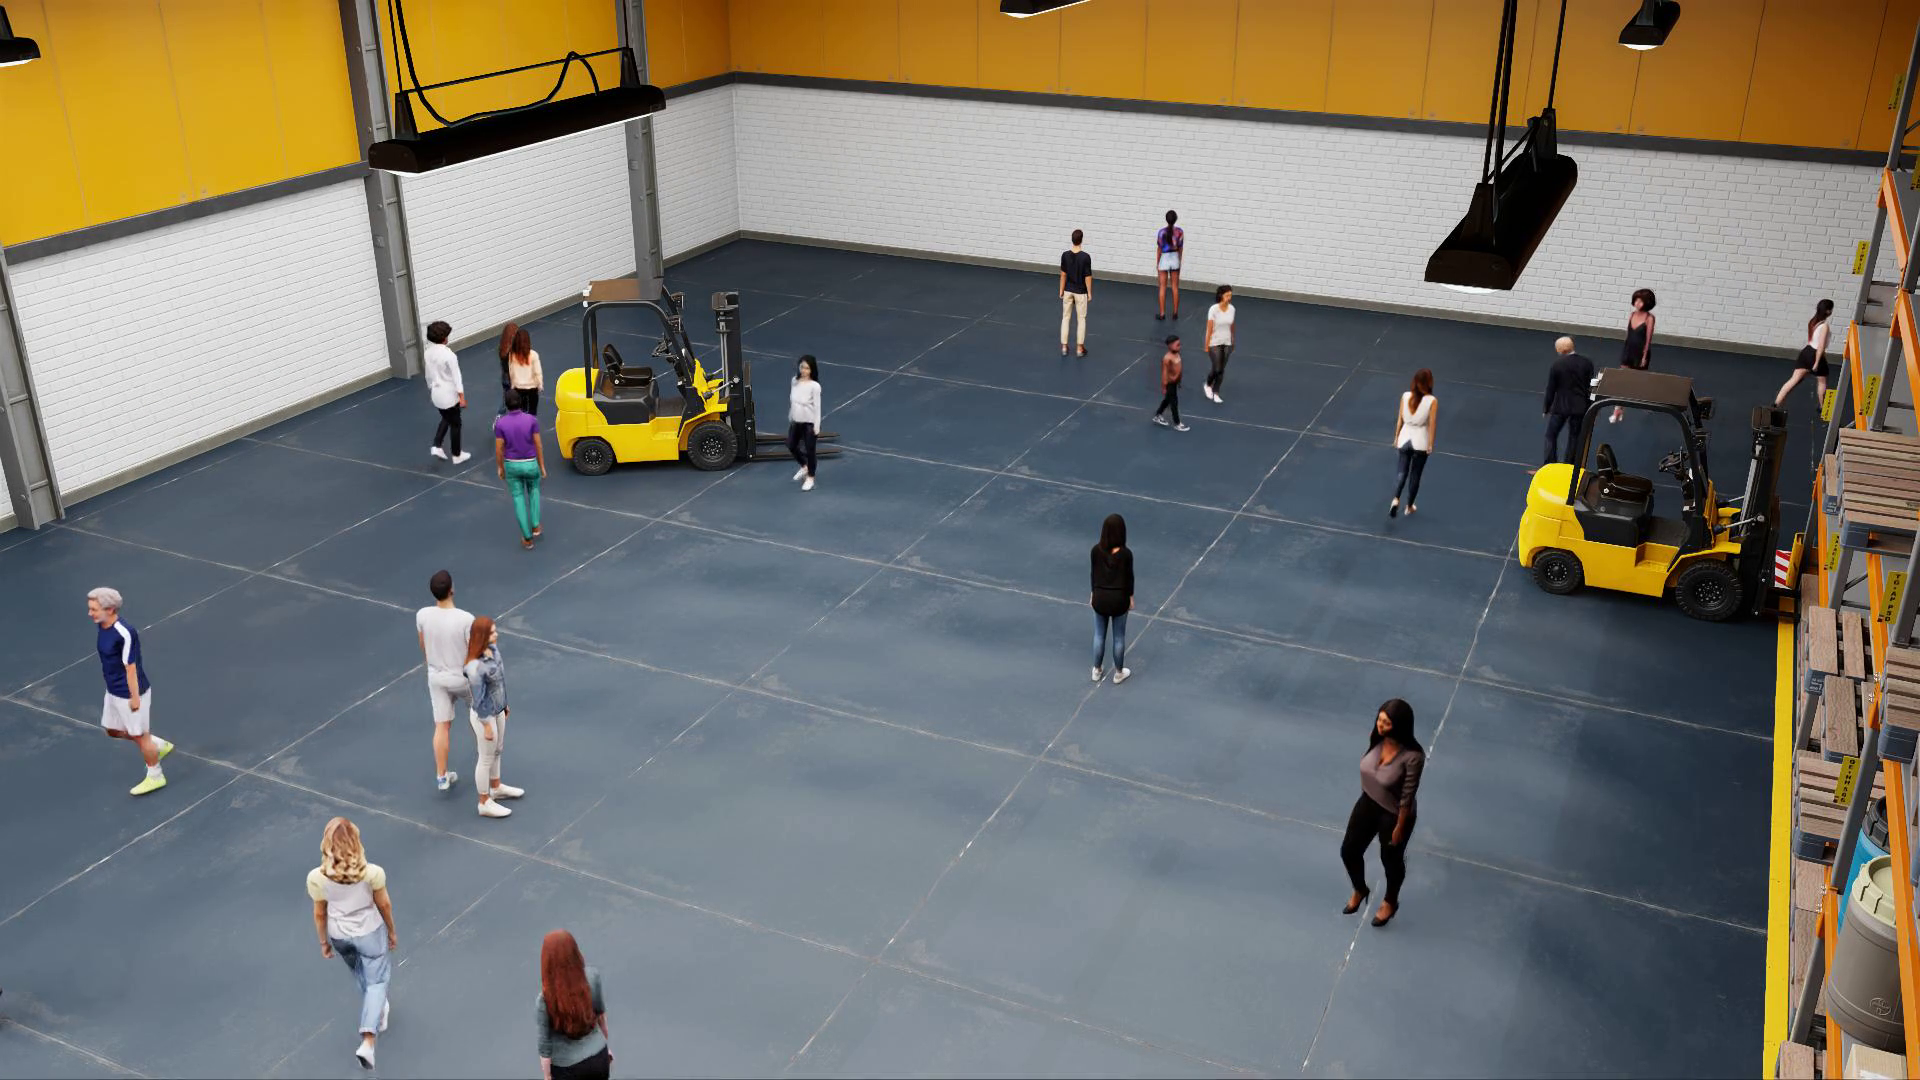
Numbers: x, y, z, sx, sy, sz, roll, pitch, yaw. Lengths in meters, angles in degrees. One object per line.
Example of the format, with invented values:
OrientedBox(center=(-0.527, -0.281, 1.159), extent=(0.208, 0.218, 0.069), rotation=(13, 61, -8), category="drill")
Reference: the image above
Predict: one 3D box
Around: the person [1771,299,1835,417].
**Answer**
OrientedBox(center=(11.067, -2.332, 21.771), extent=(1.032, 1.600, 1.093), rotation=(-4, 24, -8), category="person")

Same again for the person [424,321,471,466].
OrientedBox(center=(-6.306, -1.760, 20.206), extent=(0.673, 1.804, 0.782), rotation=(14, 27, 28), category="person")

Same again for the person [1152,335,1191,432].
OrientedBox(center=(2.700, -2.059, 21.597), extent=(0.653, 1.237, 0.755), rotation=(14, 27, 30), category="person")

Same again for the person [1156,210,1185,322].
OrientedBox(center=(3.291, -4.330, 26.161), extent=(0.671, 1.743, 0.689), rotation=(-3, 24, -7), category="person")

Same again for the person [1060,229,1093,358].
OrientedBox(center=(1.698, -3.633, 24.432), extent=(0.640, 1.851, 0.557), rotation=(9, 25, 20), category="person")

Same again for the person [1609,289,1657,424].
OrientedBox(center=(8.879, -2.402, 21.723), extent=(1.085, 1.766, 0.821), rotation=(-18, 30, -36), category="person")

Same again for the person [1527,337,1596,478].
OrientedBox(center=(7.286, -1.539, 19.755), extent=(0.878, 1.761, 0.671), rotation=(12, 26, 26), category="person")

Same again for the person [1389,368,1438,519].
OrientedBox(center=(5.041, -1.042, 18.607), extent=(0.659, 1.770, 0.913), rotation=(14, 27, 29), category="person")

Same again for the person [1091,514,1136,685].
OrientedBox(center=(1.379, 0.528, 15.169), extent=(0.586, 1.647, 0.549), rotation=(7, 25, 16), category="person")

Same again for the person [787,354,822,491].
OrientedBox(center=(-1.799, -1.397, 19.525), extent=(0.703, 1.685, 0.678), rotation=(20, 31, 39), category="person")

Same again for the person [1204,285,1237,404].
OrientedBox(center=(3.460, -2.666, 22.496), extent=(0.707, 1.630, 0.772), rotation=(-10, 25, -21), category="person")

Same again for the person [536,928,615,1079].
OrientedBox(center=(-2.107, 3.013, 9.394), extent=(0.923, 1.718, 0.901), rotation=(-19, 30, -37), category="person")

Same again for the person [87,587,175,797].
OrientedBox(center=(-6.653, 1.180, 13.458), extent=(0.712, 1.823, 0.778), rotation=(16, 28, 32), category="person")

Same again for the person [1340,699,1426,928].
OrientedBox(center=(3.089, 1.920, 11.757), extent=(0.814, 1.828, 0.775), rotation=(-16, 28, -33), category="person")

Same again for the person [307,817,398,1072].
OrientedBox(center=(-3.796, 2.552, 10.470), extent=(1.003, 1.703, 1.151), rotation=(-4, 24, -10), category="person")

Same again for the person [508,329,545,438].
OrientedBox(center=(-5.501, -1.926, 20.994), extent=(0.619, 1.478, 0.639), rotation=(5, 24, 12), category="person")

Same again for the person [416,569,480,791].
OrientedBox(center=(-4.167, 1.161, 13.515), extent=(0.979, 1.811, 1.310), rotation=(2, 24, 5), category="person")

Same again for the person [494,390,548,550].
OrientedBox(center=(-4.722, -0.744, 17.943), extent=(0.913, 1.755, 0.976), rotation=(-8, 25, -17), category="person")

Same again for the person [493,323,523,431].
OrientedBox(center=(-5.781, -2.025, 21.240), extent=(0.685, 1.461, 0.904), rotation=(22, 32, 40), category="person")

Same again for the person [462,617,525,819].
OrientedBox(center=(-3.748, 1.378, 13.160), extent=(0.725, 1.698, 0.566), rotation=(2, 24, 5), category="person")
